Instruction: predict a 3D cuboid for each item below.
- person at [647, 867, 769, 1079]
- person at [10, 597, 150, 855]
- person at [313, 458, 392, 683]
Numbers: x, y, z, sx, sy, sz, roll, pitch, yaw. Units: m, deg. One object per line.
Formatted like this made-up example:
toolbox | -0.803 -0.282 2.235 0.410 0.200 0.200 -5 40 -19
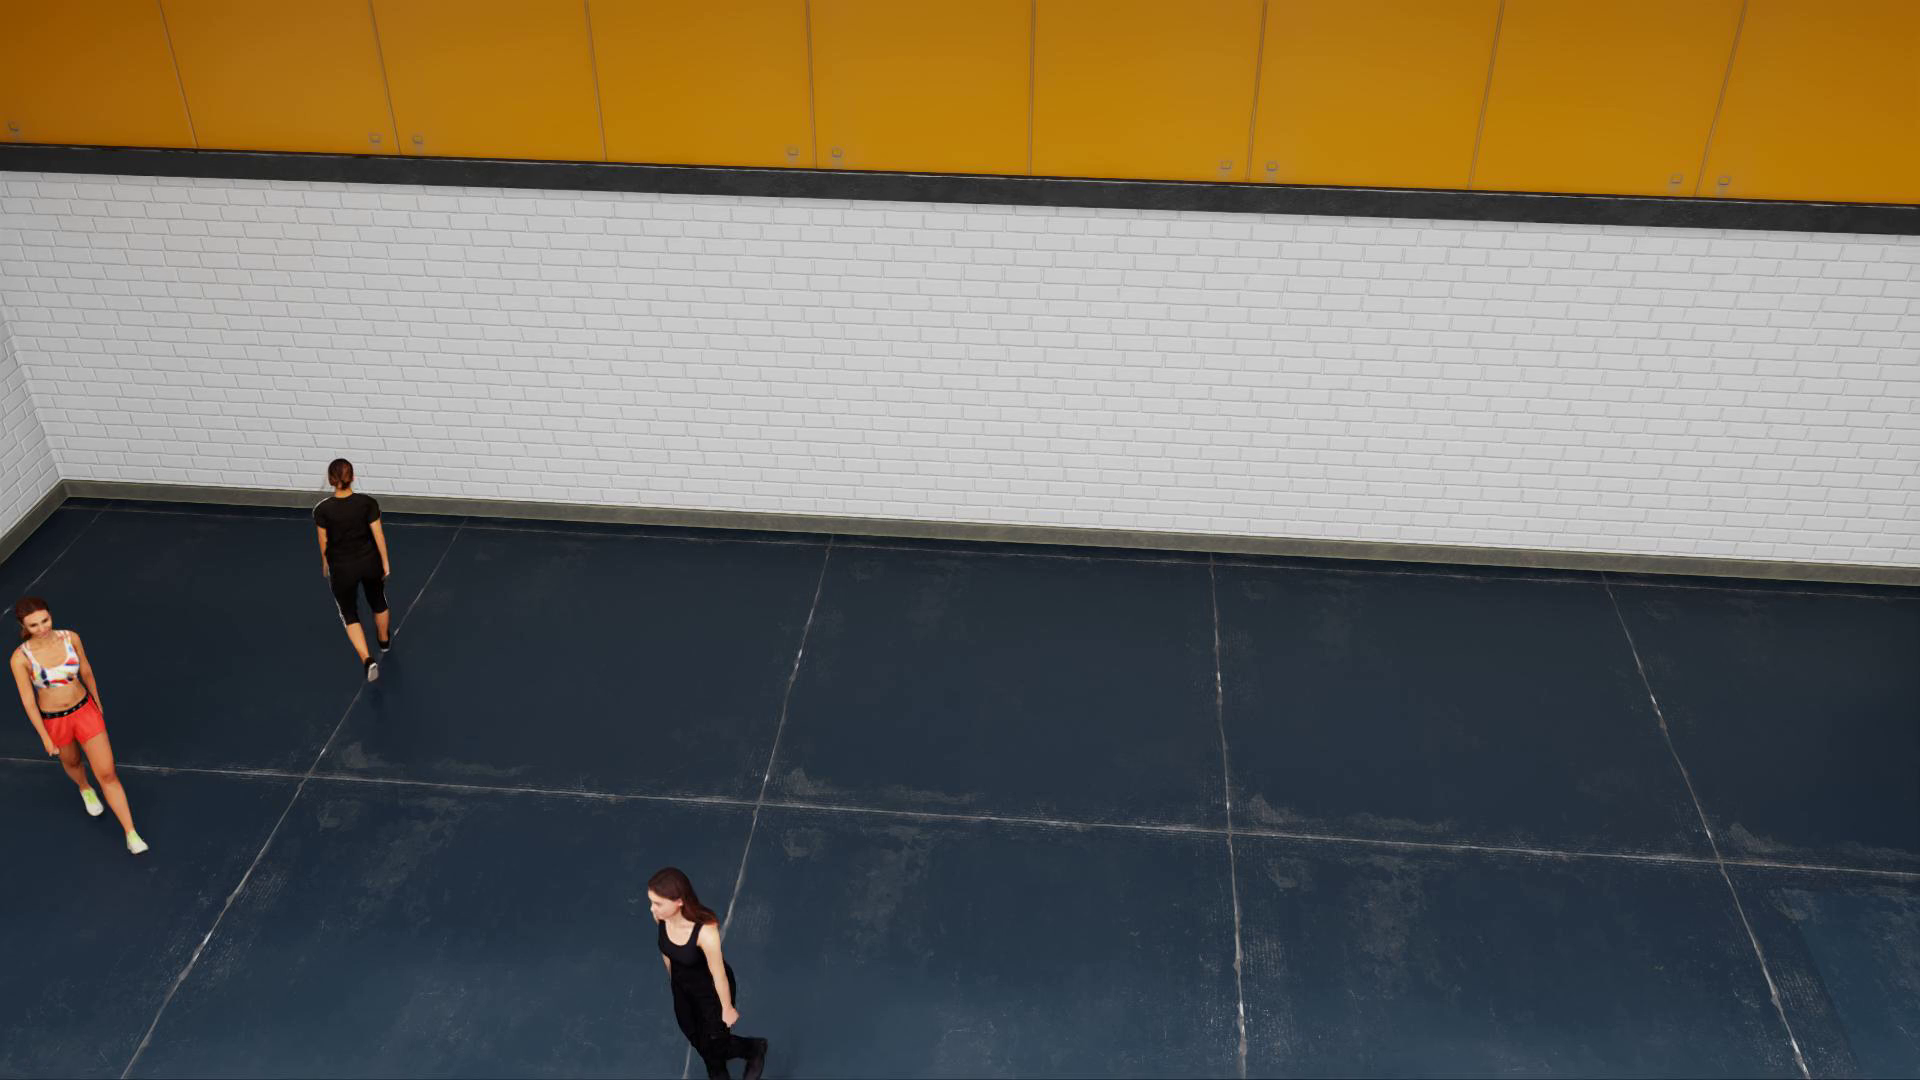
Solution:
person | -1.251 2.232 8.362 0.810 1.670 0.890 22 39 29
person | -5.425 1.060 10.056 1.109 1.746 1.141 -27 42 -34
person | -4.152 0.209 11.421 0.920 1.653 1.059 -15 37 -22
